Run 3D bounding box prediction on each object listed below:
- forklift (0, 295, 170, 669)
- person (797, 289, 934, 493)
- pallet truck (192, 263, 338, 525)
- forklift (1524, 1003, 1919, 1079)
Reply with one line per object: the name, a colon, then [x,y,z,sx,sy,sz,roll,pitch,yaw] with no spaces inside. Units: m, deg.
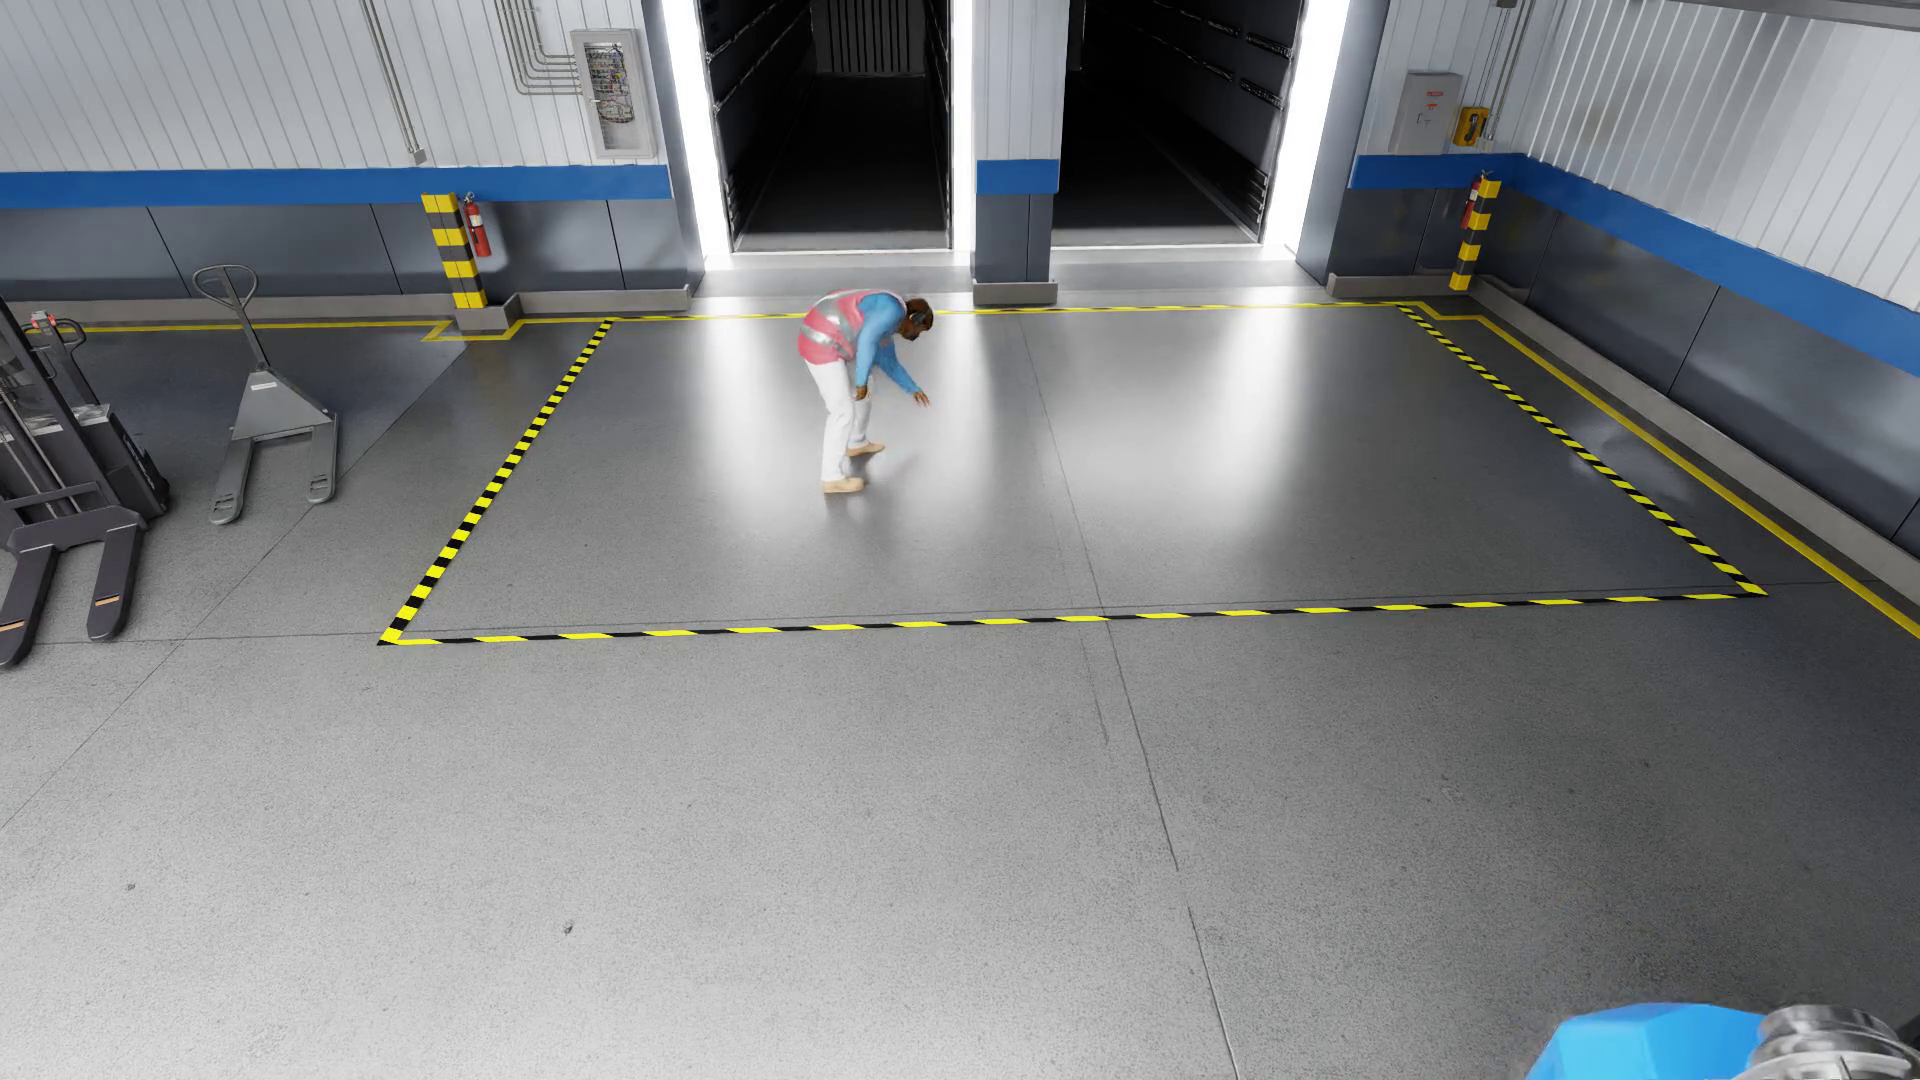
forklift: [-5.212,-0.618,4.878,0.823,1.965,1.885,-20,39,-26]
person: [-0.619,-1.074,6.210,0.846,1.270,0.988,3,35,4]
pallet truck: [-4.778,-1.027,6.128,0.680,1.201,1.601,-17,38,-23]
forklift: [2.651,1.499,1.525,2.680,2.036,1.157,11,36,16]
